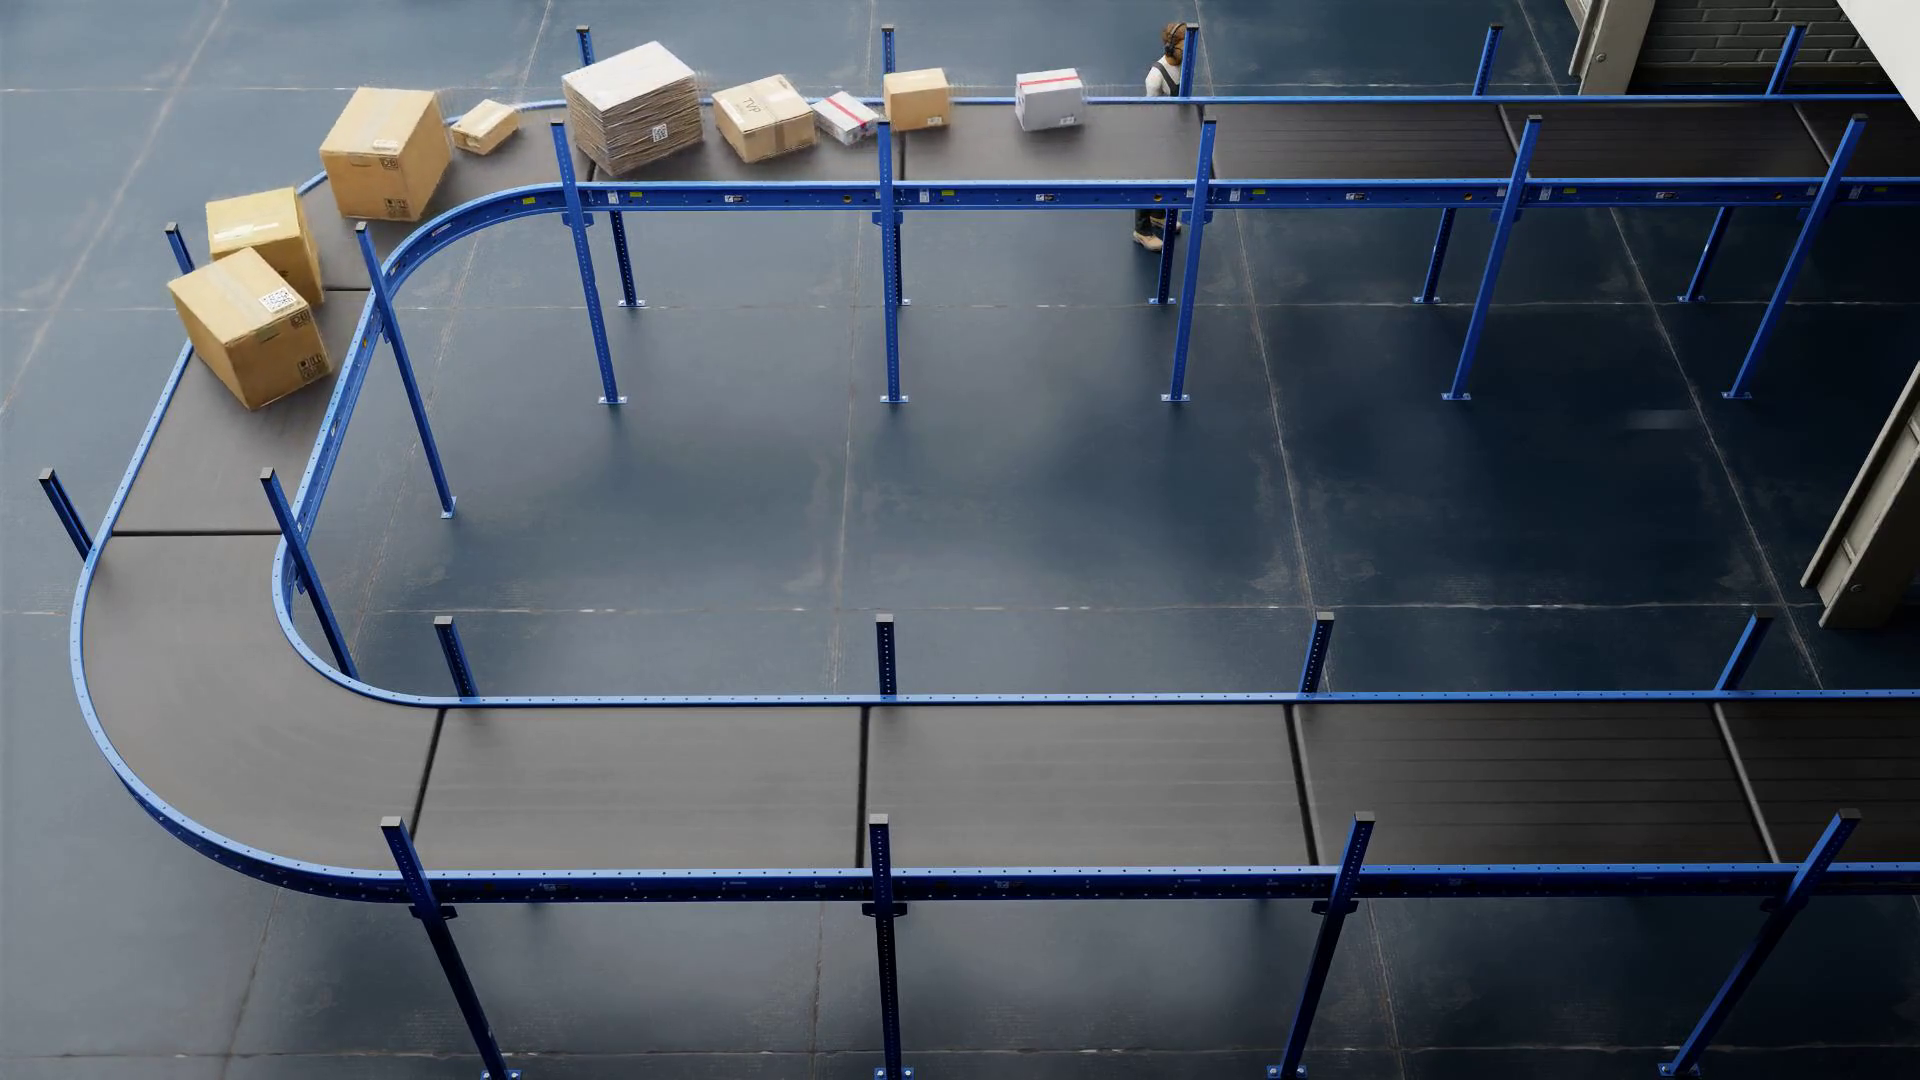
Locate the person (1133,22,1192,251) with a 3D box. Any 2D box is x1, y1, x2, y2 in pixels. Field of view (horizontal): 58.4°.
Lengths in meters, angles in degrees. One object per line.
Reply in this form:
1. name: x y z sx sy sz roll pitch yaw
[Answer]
1. person: 1.539 -3.035 12.848 0.330 1.844 0.520 25 52 22
